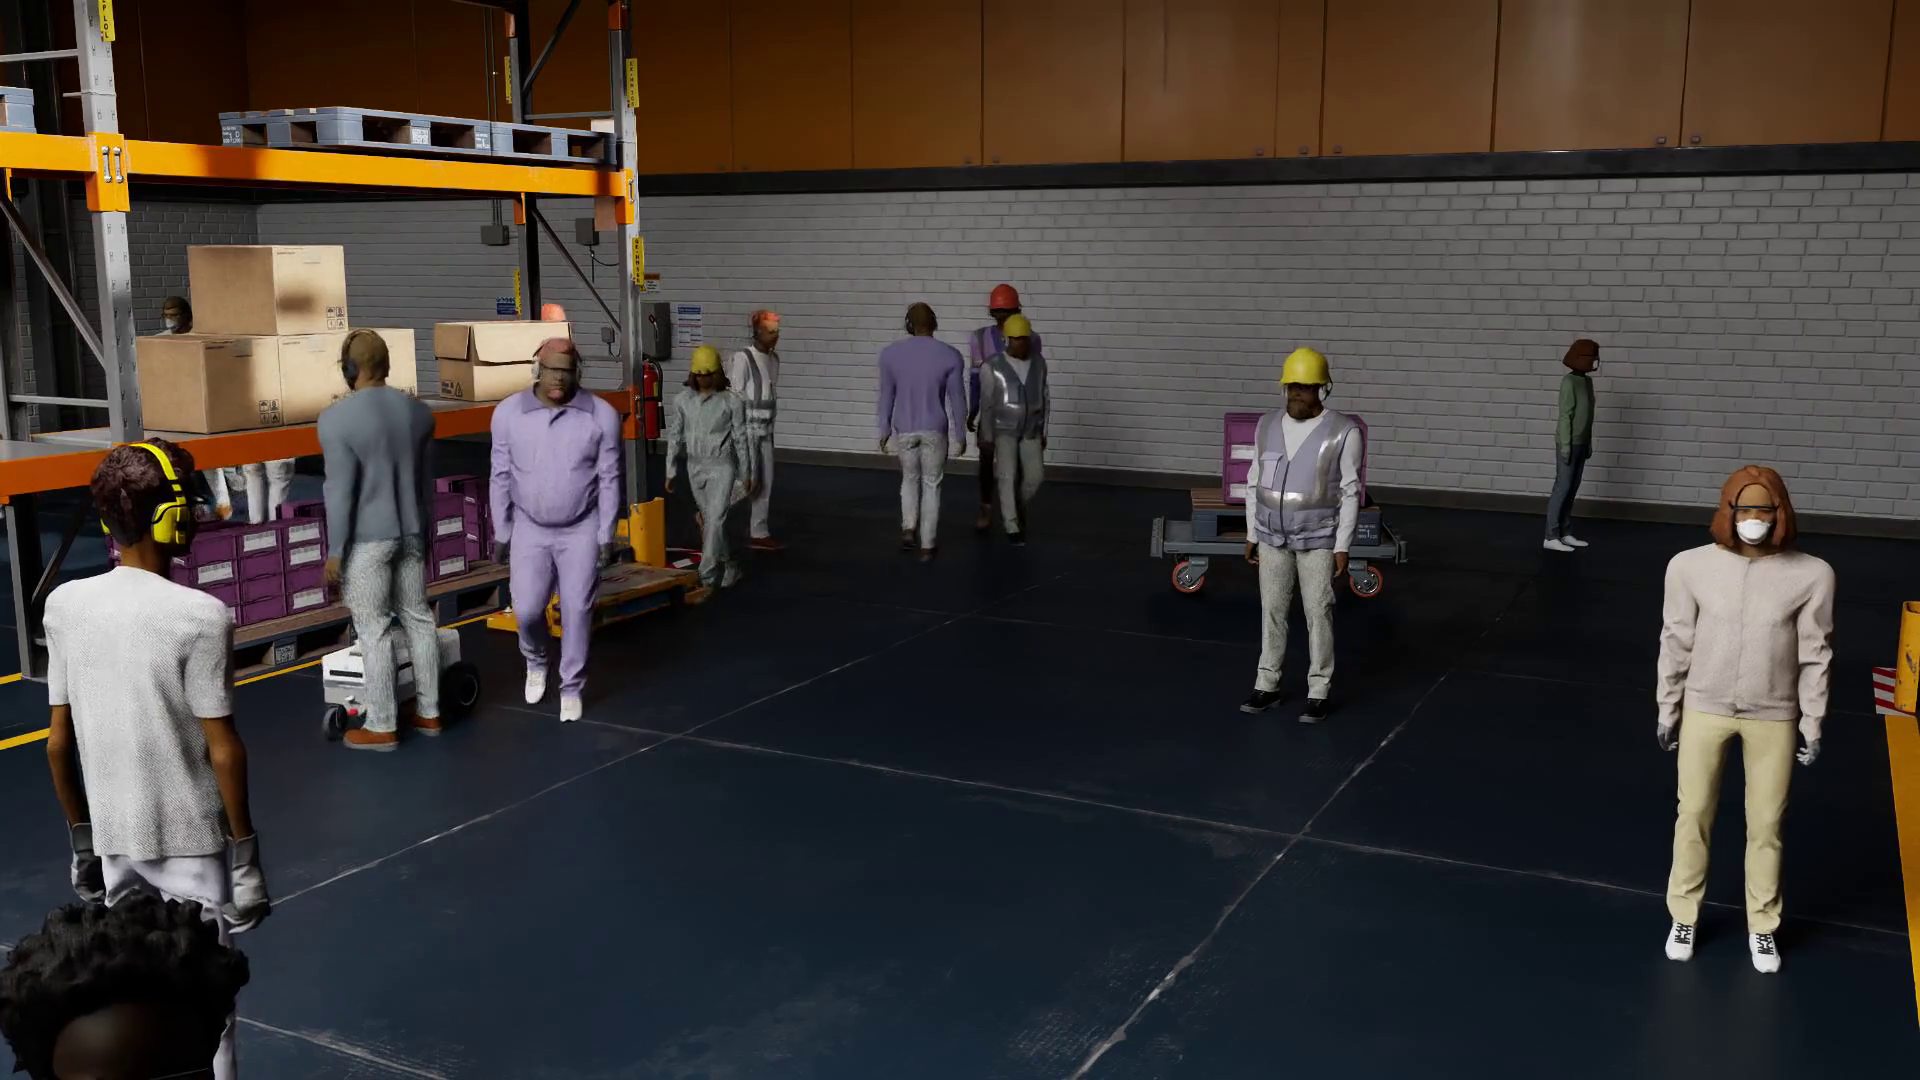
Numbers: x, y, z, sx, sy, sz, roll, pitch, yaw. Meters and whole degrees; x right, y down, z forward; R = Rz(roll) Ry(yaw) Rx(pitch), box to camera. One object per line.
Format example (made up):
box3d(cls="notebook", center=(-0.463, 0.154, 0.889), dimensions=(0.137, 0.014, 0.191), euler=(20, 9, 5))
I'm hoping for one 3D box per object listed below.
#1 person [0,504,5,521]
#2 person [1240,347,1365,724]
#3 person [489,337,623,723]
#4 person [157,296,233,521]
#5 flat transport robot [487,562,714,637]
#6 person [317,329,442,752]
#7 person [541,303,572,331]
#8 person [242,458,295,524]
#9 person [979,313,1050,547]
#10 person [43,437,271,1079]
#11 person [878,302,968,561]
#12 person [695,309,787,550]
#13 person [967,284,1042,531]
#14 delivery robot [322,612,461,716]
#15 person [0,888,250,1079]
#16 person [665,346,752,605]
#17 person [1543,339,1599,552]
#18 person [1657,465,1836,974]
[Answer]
box3d(cls="person", center=(-8.378, -1.107, 14.154), dimensions=(0.661, 1.920, 0.391), euler=(-2, 10, -13))
box3d(cls="person", center=(1.651, -0.026, 8.129), dimensions=(0.589, 1.833, 0.404), euler=(7, 12, 35))
box3d(cls="person", center=(-1.960, -0.050, 8.118), dimensions=(0.646, 1.886, 0.443), euler=(-2, 10, -9))
box3d(cls="person", center=(-6.495, -1.082, 13.985), dimensions=(0.647, 1.929, 0.381), euler=(3, 10, 15))
box3d(cls="flat transport robot", center=(-2.225, 0.356, 10.433), dimensions=(0.652, 0.197, 1.431), euler=(5, 11, 26))
box3d(cls="person", center=(-2.666, 0.000, 7.677), dimensions=(0.358, 1.937, 0.635), euler=(5, 11, 29))
box3d(cls="person", center=(-3.307, -0.893, 12.974), dimensions=(0.649, 1.899, 0.596), euler=(0, 10, -1))
box3d(cls="person", center=(-5.277, -0.812, 12.697), dimensions=(0.659, 1.826, 0.504), euler=(-2, 10, -9))
box3d(cls="person", center=(0.430, -0.868, 13.041), dimensions=(0.606, 1.816, 0.479), euler=(-4, 11, -22))
box3d(cls="person", center=(-1.817, 0.701, 3.812), dimensions=(0.518, 1.870, 0.323), euler=(3, 10, 17))
box3d(cls="person", center=(-0.264, -0.802, 12.377), dimensions=(0.667, 1.913, 0.447), euler=(2, 10, 11))
box3d(cls="person", center=(-1.657, -0.833, 12.746), dimensions=(0.654, 1.857, 0.624), euler=(3, 10, 19))
box3d(cls="person", center=(0.357, -1.064, 13.574), dimensions=(0.634, 2.037, 0.422), euler=(4, 11, 21))
box3d(cls="delivery robot", center=(-2.723, 0.589, 7.989), dimensions=(0.477, 0.478, 0.707), euler=(3, 10, 17))
box3d(cls="person", center=(-0.776, 1.161, 1.645), dimensions=(0.533, 1.699, 0.318), euler=(-6, 11, -31))
box3d(cls="person", center=(-1.648, -0.458, 11.075), dimensions=(0.498, 1.681, 0.908), euler=(3, 10, 15))
box3d(cls="person", center=(4.713, -0.726, 12.775), dimensions=(0.289, 1.627, 0.501), euler=(8, 13, 39))
box3d(cls="person", center=(2.483, 0.567, 5.297), dimensions=(0.497, 1.625, 0.281), euler=(5, 11, 25))
